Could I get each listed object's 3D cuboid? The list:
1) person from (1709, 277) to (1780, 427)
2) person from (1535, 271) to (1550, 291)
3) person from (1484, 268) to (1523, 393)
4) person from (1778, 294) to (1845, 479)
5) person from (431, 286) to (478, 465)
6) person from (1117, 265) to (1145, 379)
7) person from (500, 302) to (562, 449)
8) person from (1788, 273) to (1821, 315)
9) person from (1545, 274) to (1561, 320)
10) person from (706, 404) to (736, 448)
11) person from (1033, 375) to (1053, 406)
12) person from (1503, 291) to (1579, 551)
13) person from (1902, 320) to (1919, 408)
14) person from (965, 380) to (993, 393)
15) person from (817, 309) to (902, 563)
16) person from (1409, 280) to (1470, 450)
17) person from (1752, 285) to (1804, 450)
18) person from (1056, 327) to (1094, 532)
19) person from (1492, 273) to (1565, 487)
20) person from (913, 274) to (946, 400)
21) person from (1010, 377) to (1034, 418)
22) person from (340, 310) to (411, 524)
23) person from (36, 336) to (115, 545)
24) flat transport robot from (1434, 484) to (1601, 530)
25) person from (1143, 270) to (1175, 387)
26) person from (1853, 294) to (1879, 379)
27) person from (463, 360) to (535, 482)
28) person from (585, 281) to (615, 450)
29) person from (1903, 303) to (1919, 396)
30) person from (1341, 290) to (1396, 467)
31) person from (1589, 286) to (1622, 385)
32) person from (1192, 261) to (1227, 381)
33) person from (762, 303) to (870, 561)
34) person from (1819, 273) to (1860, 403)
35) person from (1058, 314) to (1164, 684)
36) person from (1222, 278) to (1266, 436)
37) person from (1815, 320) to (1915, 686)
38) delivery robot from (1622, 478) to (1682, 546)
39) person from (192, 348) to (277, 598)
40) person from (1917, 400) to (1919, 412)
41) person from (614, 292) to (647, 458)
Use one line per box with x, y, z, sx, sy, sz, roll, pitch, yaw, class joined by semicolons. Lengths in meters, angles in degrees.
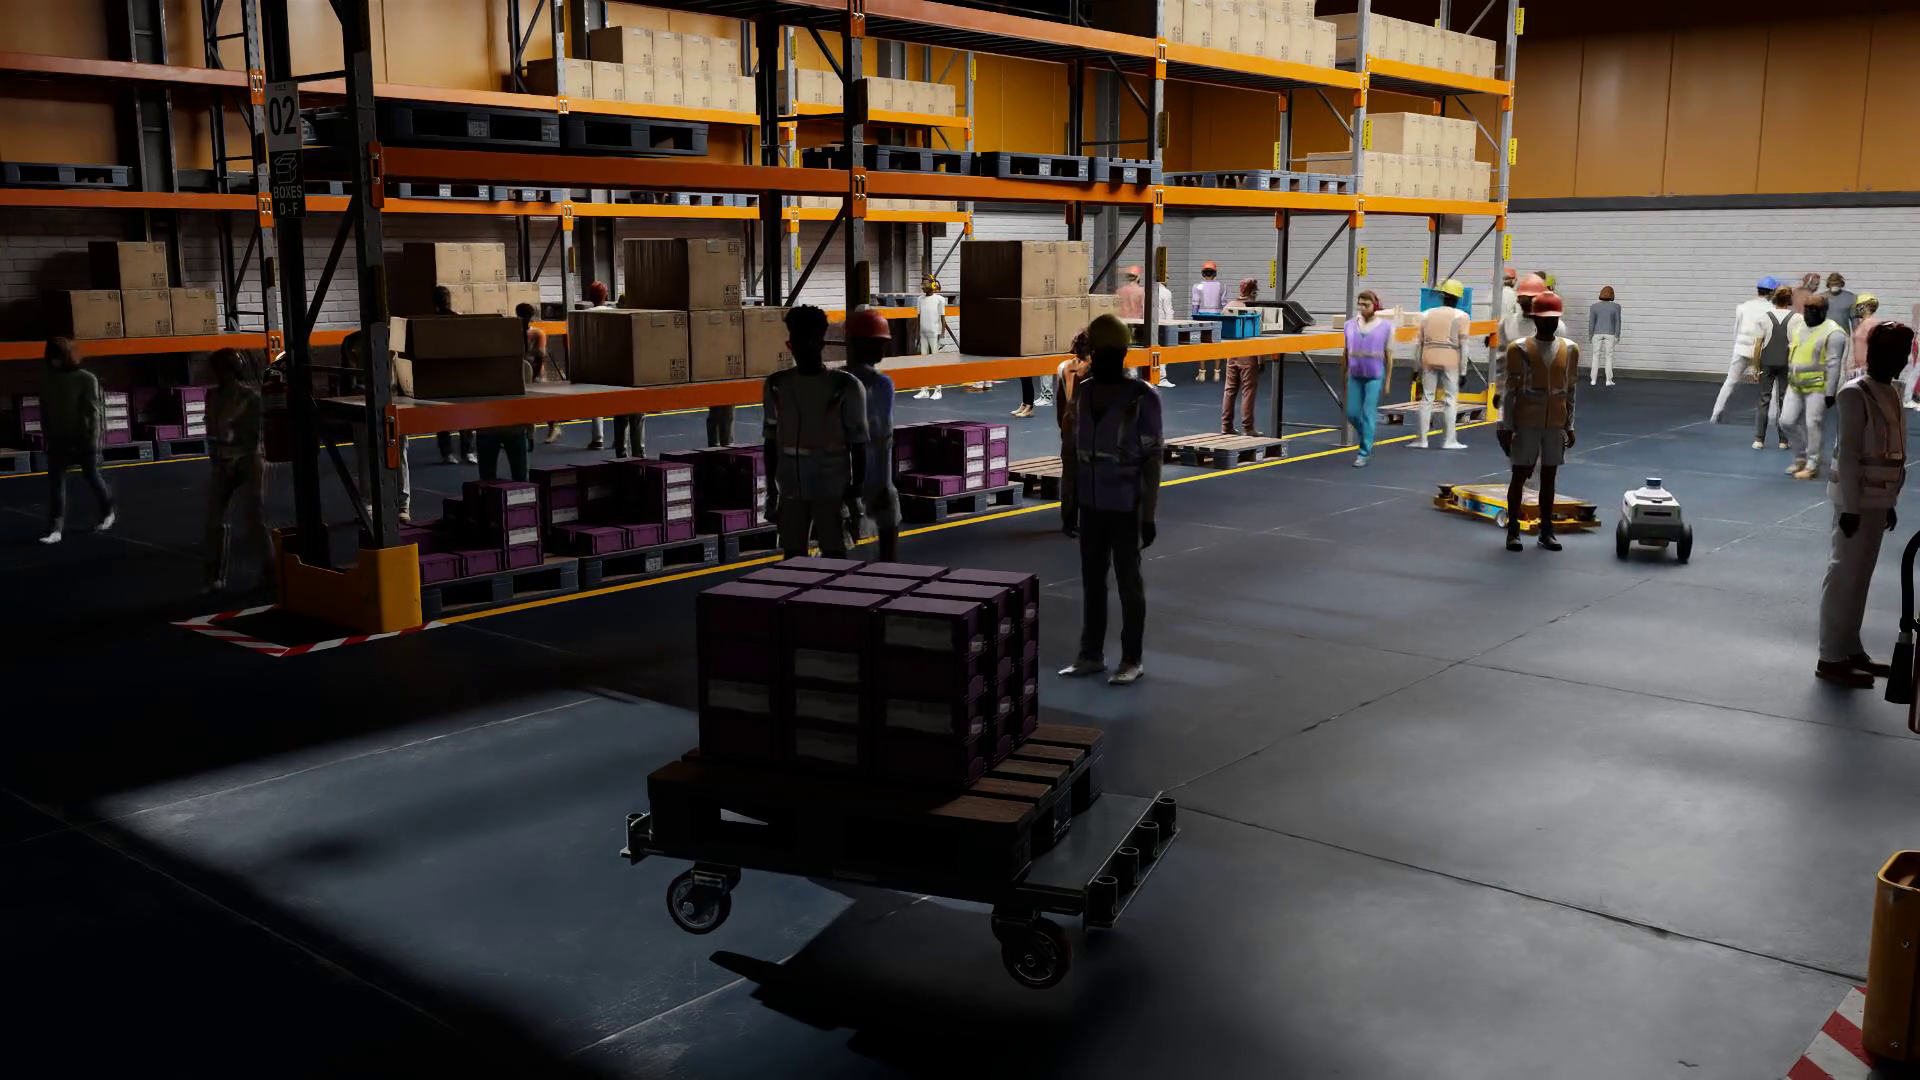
10.125;-2.384;21.146;0.554;1.893;0.801;-8;12;-37;person
9.529;-3.505;27.545;0.870;1.873;0.683;-4;11;-22;person
8.108;-3.020;24.520;0.794;1.952;0.642;-4;11;-24;person
8.293;-1.478;16.185;0.436;1.813;0.647;-3;10;-17;person
-5.305;-1.685;17.189;0.625;1.865;0.607;-9;14;-43;person
2.876;-3.559;27.536;0.435;1.979;0.630;-9;14;-42;person
-4.892;-1.880;18.909;0.532;1.656;0.738;3;10;16;person
12.970;-3.179;25.660;0.448;1.880;0.681;-1;10;-7;person
10.285;-3.742;29.116;0.528;1.798;0.621;3;10;18;person
-2.413;-1.625;16.987;0.404;1.820;0.591;-7;12;-34;person
1.176;-2.795;23.866;0.306;1.743;0.494;-1;10;-5;person
4.328;-0.878;12.401;0.552;1.937;0.356;0;10;-1;person
13.714;-2.748;23.324;0.817;1.837;0.492;6;12;32;person
0.313;-3.254;25.947;0.353;1.932;0.626;6;12;30;person
-0.635;-0.402;9.808;0.544;1.914;0.800;10;14;44;person
5.388;-1.957;18.695;0.645;1.898;0.492;7;12;34;person
9.154;-1.926;18.630;0.506;1.846;0.345;5;11;26;person
0.979;-0.861;13.153;0.514;1.639;0.311;9;13;41;person
5.006;-1.335;14.735;0.634;2.028;0.420;9;13;41;person
-0.452;-3.032;24.861;0.528;1.869;0.313;7;12;33;person
0.854;-2.475;22.188;0.319;1.693;0.532;-1;10;-8;person
-4.768;-1.050;13.668;0.623;1.839;0.429;-2;10;-9;person
-6.918;-0.803;12.983;0.507;1.584;0.881;0;10;0;person
4.598;-0.289;13.791;0.652;0.197;1.431;-3;10;-15;flat transport robot
3.260;-3.436;27.054;0.407;1.906;0.655;-7;12;-33;person
10.525;-1.976;19.292;0.354;1.720;0.624;4;11;21;person
-3.452;-0.795;12.472;0.538;1.754;0.383;-2;10;-9;person
-4.004;-1.944;18.619;0.585;1.882;0.337;-6;12;-32;person
14.734;-3.075;25.400;0.525;1.769;0.308;-1;10;-8;person
4.233;-1.676;17.266;0.565;1.828;0.562;8;12;37;person
10.615;-3.359;27.389;0.507;1.633;0.278;6;12;30;person
4.209;-3.704;28.200;0.609;2.040;0.395;-1;10;-6;person
-0.783;-0.273;8.875;0.609;1.965;0.368;4;11;21;person
12.738;-2.936;24.260;0.658;1.895;0.835;6;12;32;person
0.779;-0.197;8.636;0.628;1.922;0.452;10;14;44;person
3.436;-2.192;20.013;0.396;1.898;0.637;-9;13;-40;person
4.727;-0.198;8.675;0.572;1.886;0.355;-9;13;-42;person
5.115;-0.216;12.300;0.477;0.478;0.707;3;10;16;delivery robot
-4.690;-0.441;10.825;0.536;1.613;0.540;5;11;25;person
13.434;-2.479;22.466;0.522;1.592;0.862;-8;13;-37;person
-3.327;-1.609;16.857;0.602;1.830;0.404;8;13;40;person
